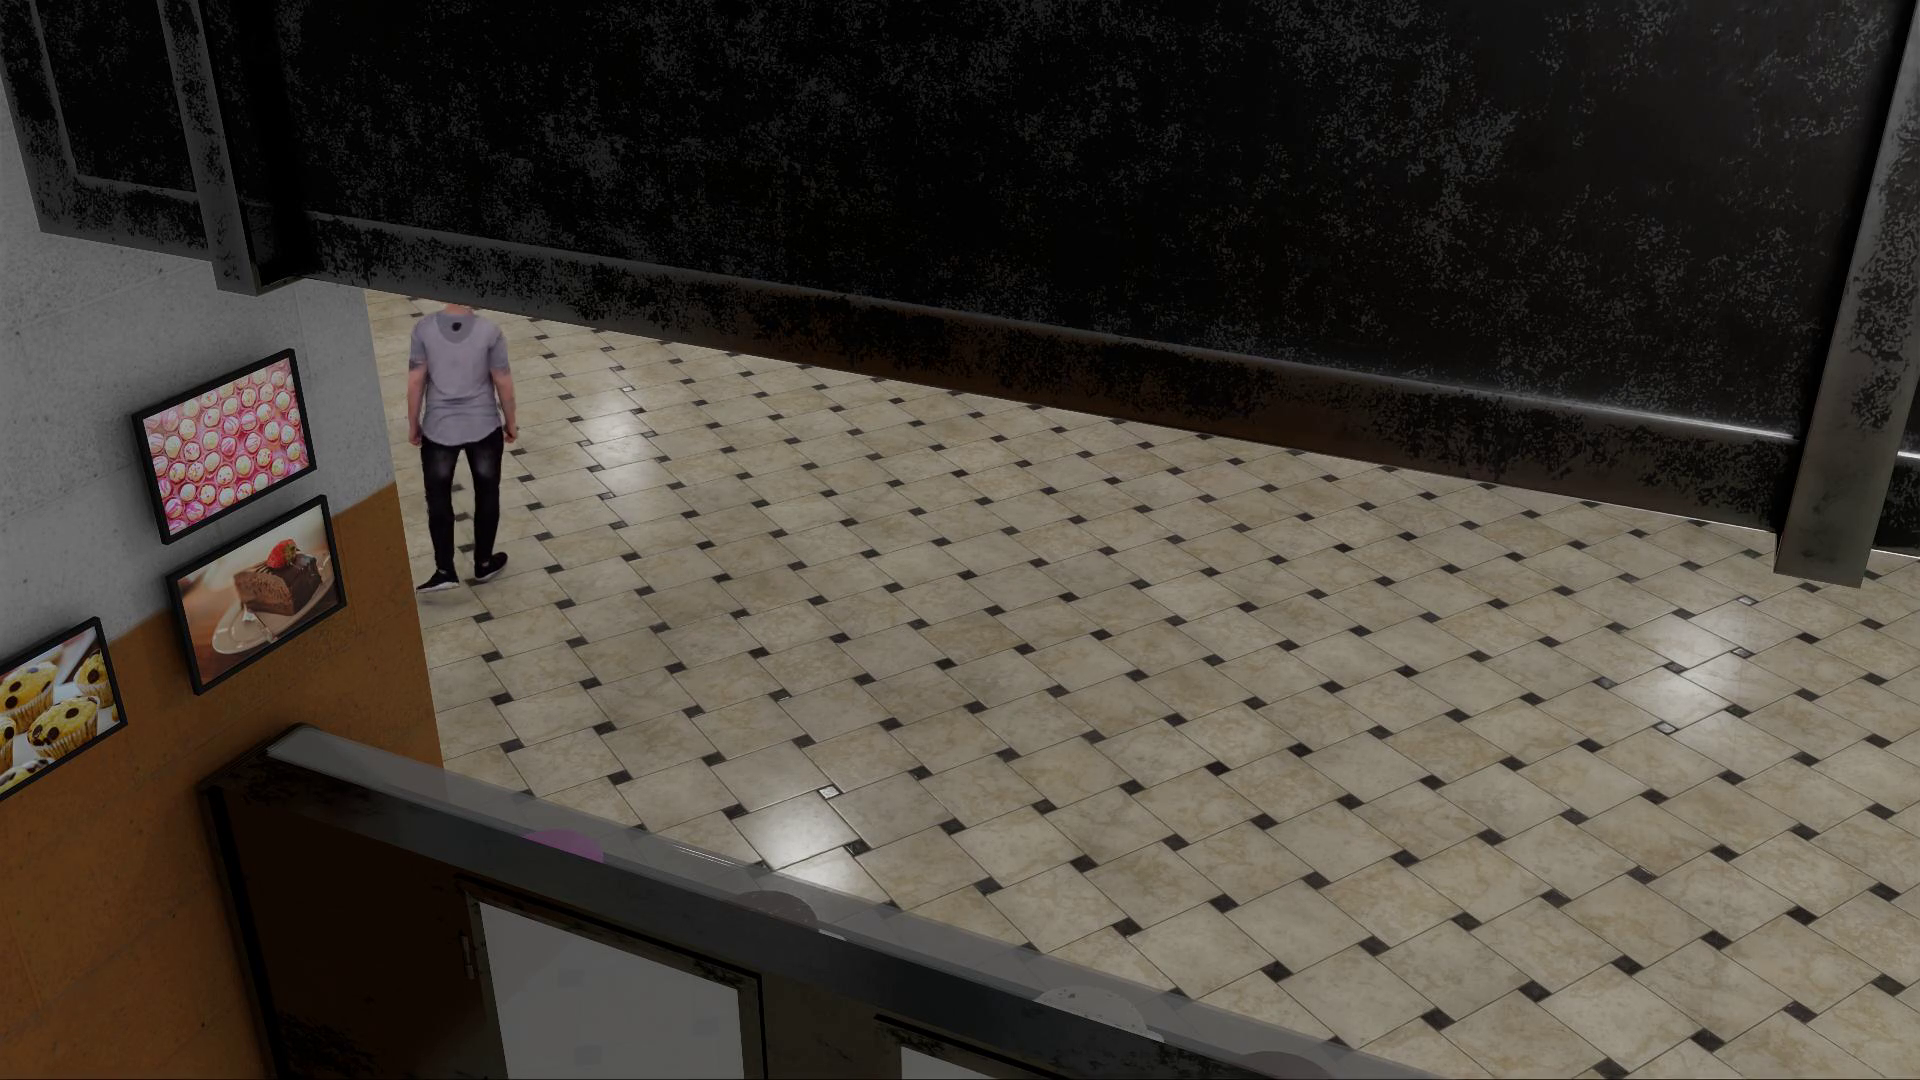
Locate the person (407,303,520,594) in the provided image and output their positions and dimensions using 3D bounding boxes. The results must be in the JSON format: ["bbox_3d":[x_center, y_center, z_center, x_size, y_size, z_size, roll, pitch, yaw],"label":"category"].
[{"bbox_3d":[-2.735,-0.592,9.091,0.995,1.804,1.038,-9,28,-18],"label":"person"}]
